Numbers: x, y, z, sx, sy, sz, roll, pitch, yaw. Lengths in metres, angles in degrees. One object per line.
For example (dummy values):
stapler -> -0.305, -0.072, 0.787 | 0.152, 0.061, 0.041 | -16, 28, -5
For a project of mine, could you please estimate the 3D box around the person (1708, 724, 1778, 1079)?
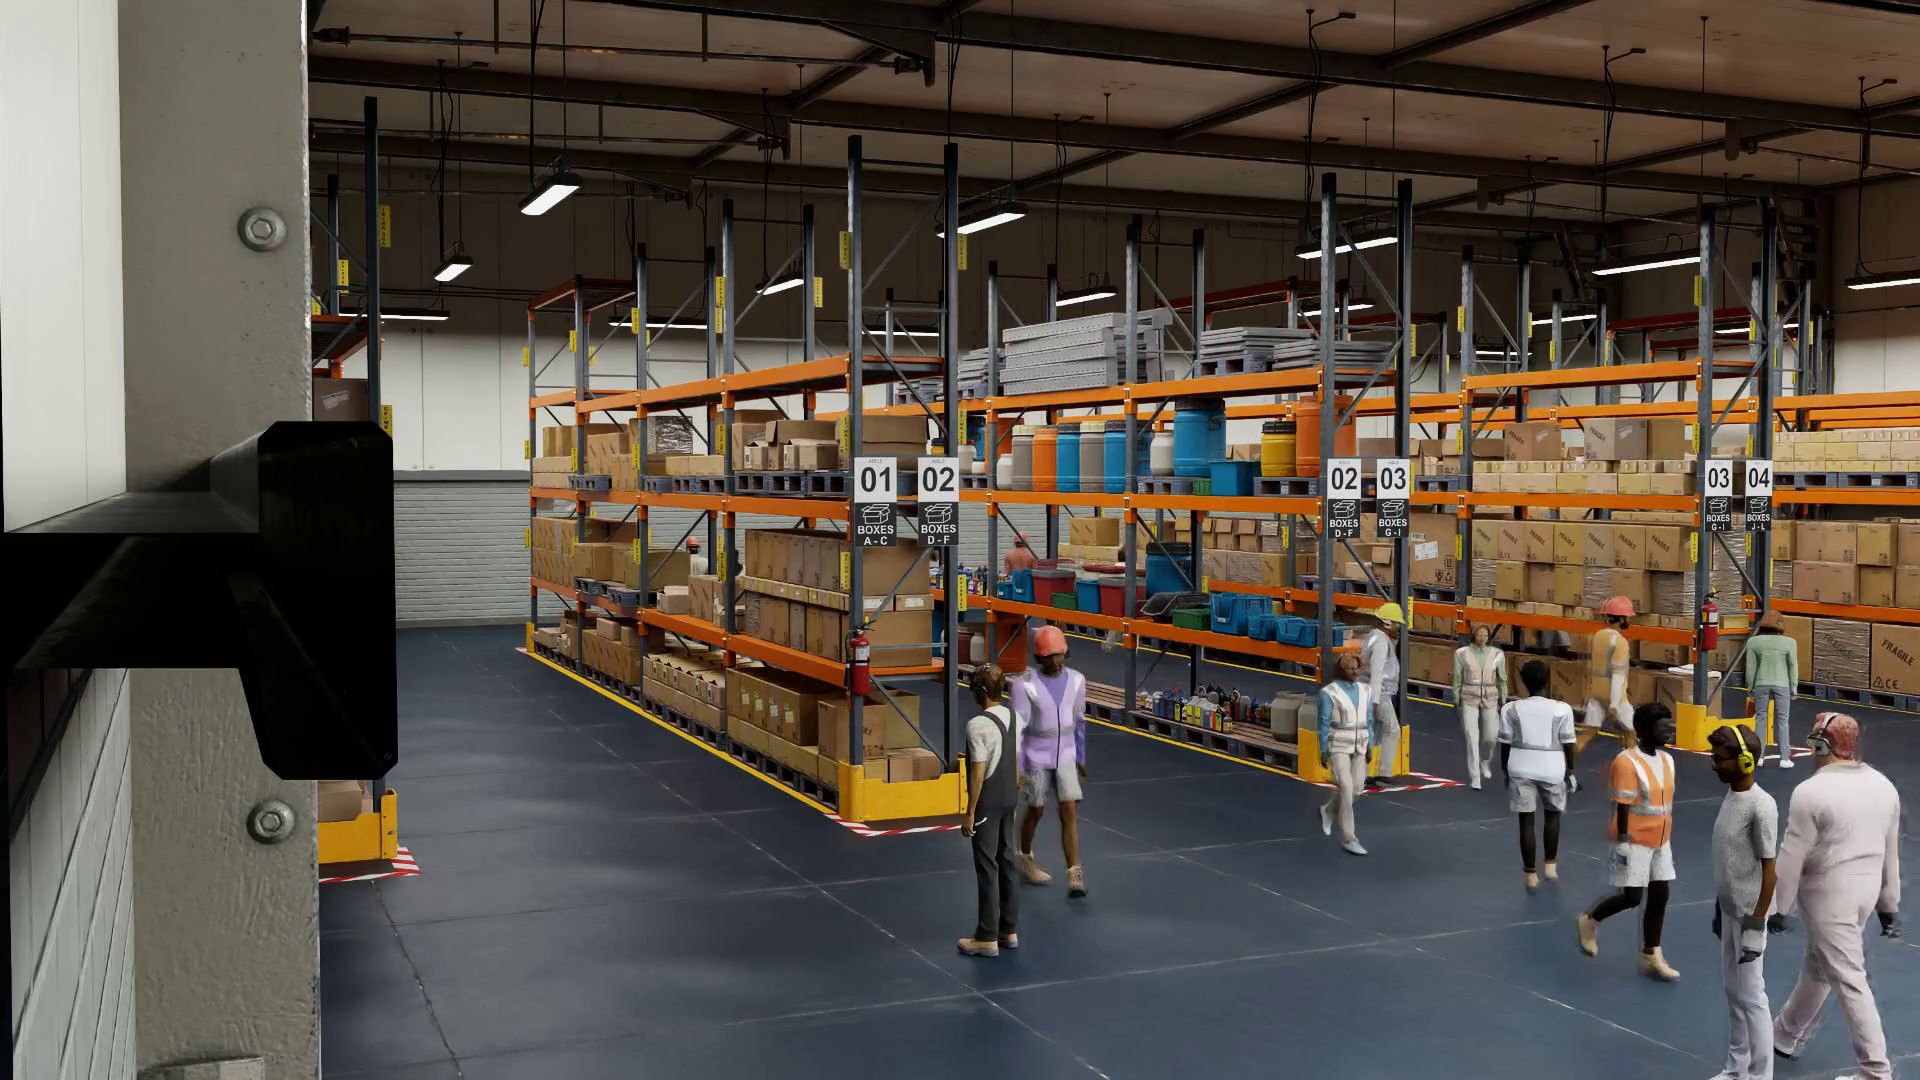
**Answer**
person -> 3.741, 1.810, 8.612 | 0.326, 1.865, 0.518 | 0, 2, 5

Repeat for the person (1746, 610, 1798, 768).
person -> 8.435, 1.540, 18.607 | 0.497, 1.633, 0.279 | 1, 3, 34

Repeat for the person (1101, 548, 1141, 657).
person -> 2.703, 1.031, 29.833 | 0.655, 1.792, 0.954 | -1, 2, -21

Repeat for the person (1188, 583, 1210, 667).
person -> 3.662, 1.181, 28.146 | 0.500, 1.619, 0.429 | -1, 2, -18

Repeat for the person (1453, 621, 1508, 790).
person -> 5.057, 1.590, 17.452 | 0.526, 1.624, 0.513 | 0, 2, 5

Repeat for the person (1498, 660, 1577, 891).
person -> 4.269, 1.720, 13.249 | 0.563, 1.672, 0.622 | 1, 2, 19

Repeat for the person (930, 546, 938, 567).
person -> -0.488, 0.953, 31.774 | 0.550, 1.803, 1.030 | -1, 3, -29

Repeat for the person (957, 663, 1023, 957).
person -> 0.192, 1.710, 11.466 | 0.346, 1.846, 0.507 | 2, 3, 37

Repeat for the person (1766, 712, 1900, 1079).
person -> 4.352, 1.795, 9.054 | 0.669, 1.850, 0.980 | -1, 2, -26

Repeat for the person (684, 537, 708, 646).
person -> -4.389, 0.945, 29.585 | 0.608, 1.987, 0.388 | -1, 2, -20

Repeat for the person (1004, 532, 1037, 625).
person -> 1.117, 0.833, 32.947 | 0.620, 1.967, 0.962 | 0, 2, 6

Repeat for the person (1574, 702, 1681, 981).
person -> 4.106, 1.808, 10.936 | 0.540, 1.679, 0.558 | -1, 3, -31

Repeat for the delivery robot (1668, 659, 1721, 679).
delivery robot -> 9.849, 1.839, 24.021 | 0.477, 0.478, 0.707 | -1, 2, -21

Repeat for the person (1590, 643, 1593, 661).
person -> 8.896, 1.187, 24.811 | 0.803, 1.871, 0.660 | 1, 3, 29

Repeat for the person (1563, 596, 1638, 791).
person -> 6.185, 1.475, 17.180 | 1.008, 1.892, 0.541 | -1, 2, -15

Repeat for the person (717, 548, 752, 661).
person -> -3.651, 1.040, 29.011 | 0.605, 1.856, 0.966 | -1, 2, -20

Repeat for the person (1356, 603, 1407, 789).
person -> 4.093, 1.509, 17.344 | 0.593, 1.793, 0.613 | 0, 2, 1

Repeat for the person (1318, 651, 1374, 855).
person -> 3.113, 1.702, 14.592 | 0.521, 1.620, 0.677 | -1, 2, -26

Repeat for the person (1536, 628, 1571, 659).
person -> 8.244, 1.170, 25.024 | 0.589, 1.894, 0.964 | -1, 2, -16

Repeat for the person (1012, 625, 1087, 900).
person -> 0.670, 1.591, 13.019 | 0.681, 1.966, 1.060 | -1, 2, -22
